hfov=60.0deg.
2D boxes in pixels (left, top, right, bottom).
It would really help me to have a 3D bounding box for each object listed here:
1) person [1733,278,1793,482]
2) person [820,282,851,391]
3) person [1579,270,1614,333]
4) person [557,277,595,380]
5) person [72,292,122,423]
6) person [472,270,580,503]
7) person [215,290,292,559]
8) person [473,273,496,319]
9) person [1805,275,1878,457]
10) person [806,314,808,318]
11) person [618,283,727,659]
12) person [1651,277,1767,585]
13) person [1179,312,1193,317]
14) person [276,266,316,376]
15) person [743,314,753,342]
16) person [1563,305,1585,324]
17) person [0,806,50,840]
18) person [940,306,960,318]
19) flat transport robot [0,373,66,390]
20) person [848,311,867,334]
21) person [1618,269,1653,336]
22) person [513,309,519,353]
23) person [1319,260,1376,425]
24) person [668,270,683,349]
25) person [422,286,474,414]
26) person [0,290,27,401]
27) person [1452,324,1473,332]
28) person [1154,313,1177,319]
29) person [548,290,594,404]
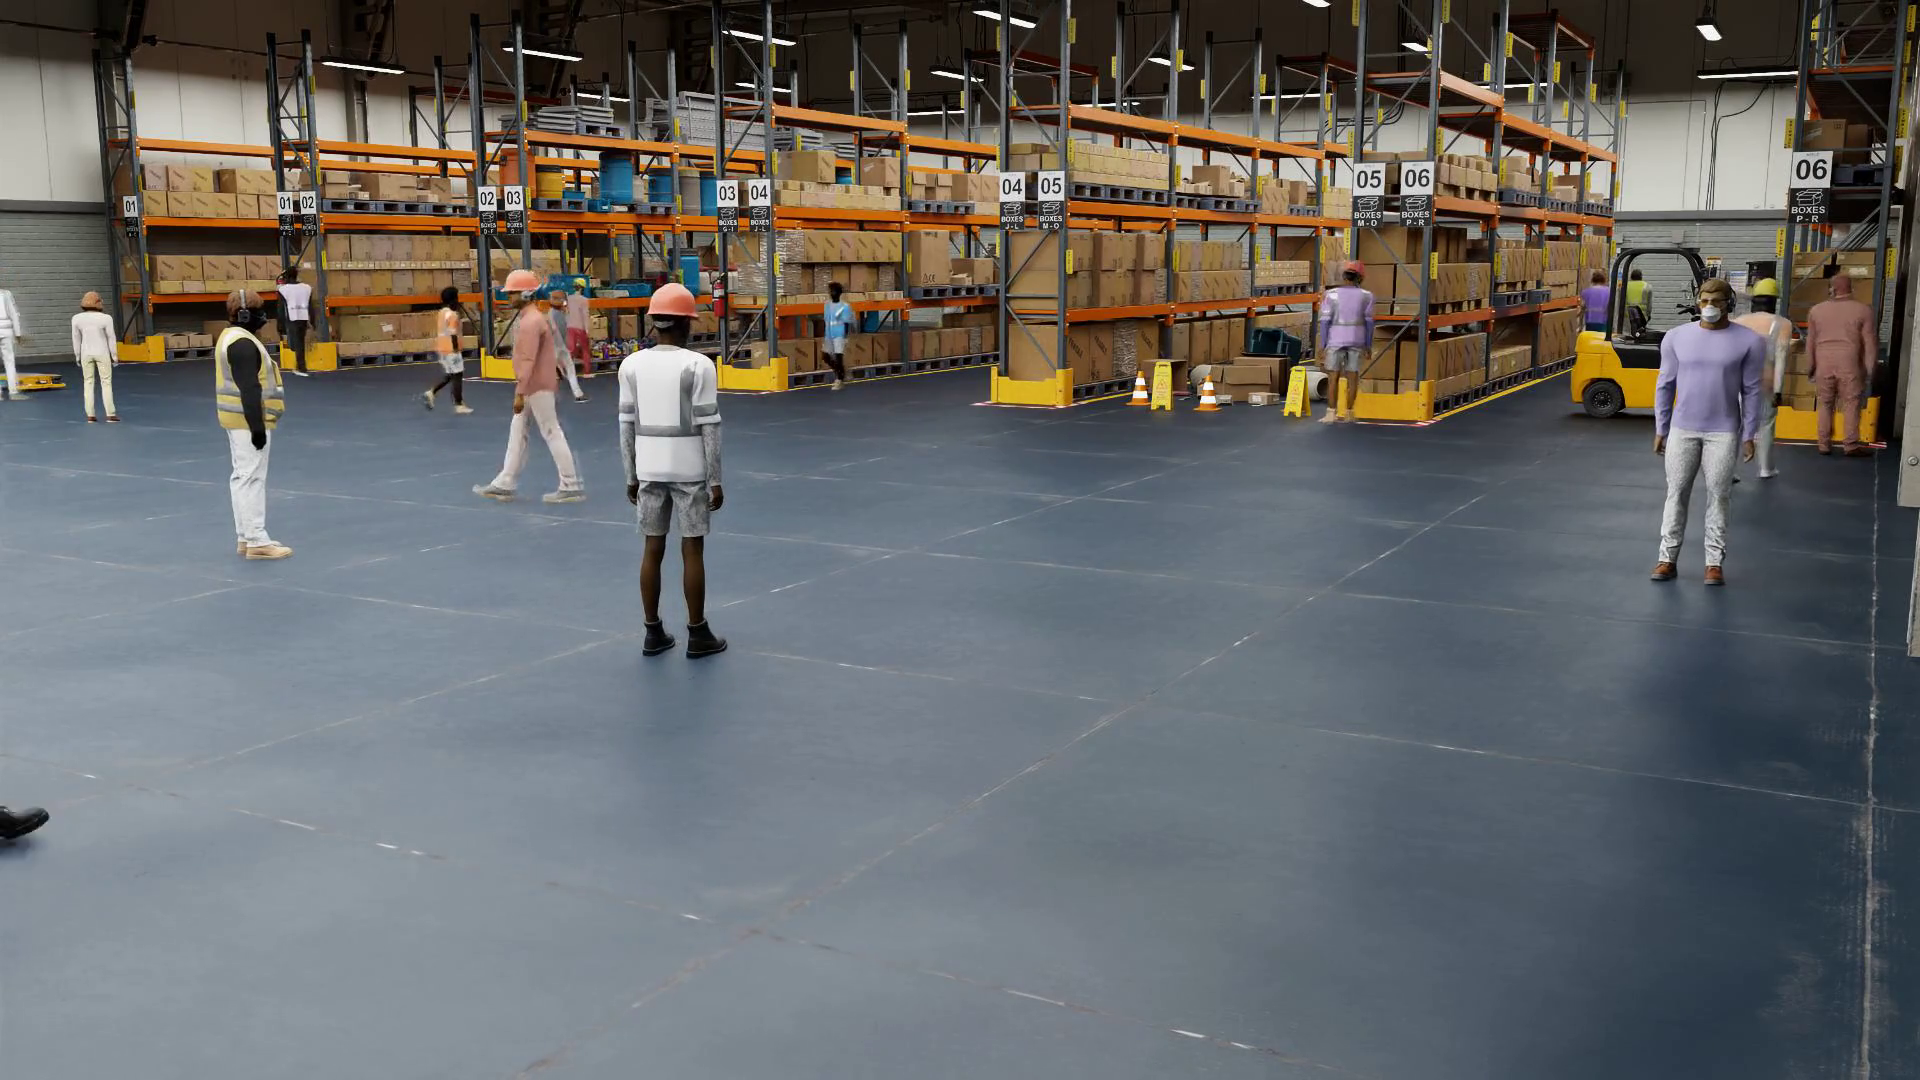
[{"bbox_3d":[7.318,-1.463,15.312,0.999,1.879,0.598,-8,13,-41],"label":"person"},{"bbox_3d":[-1.909,-3.131,25.604,0.547,1.682,0.372,8,12,38],"label":"person"},{"bbox_3d":[10.959,-3.721,28.626,0.589,1.829,0.439,5,11,27],"label":"person"},{"bbox_3d":[-6.486,-3.550,27.974,0.545,1.725,0.801,5,11,28],"label":"person"},{"bbox_3d":[-10.790,-2.280,20.776,0.507,1.632,0.267,-1,10,-7],"label":"person"},{"bbox_3d":[-3.664,-1.265,13.898,0.965,1.945,0.642,-3,10,-16],"label":"person"},{"bbox_3d":[-4.877,-0.793,11.464,0.430,1.845,0.619,-6,11,-30],"label":"person"},{"bbox_3d":[-10.390,-5.014,36.266,0.617,1.805,0.623,3,10,17],"label":"person"},{"bbox_3d":[9.174,-1.805,17.304,0.717,1.882,0.405,9,13,44],"label":"person"},{"bbox_3d":[-3.699,-5.427,38.313,0.544,1.939,0.355,7,12,37],"label":"person"},{"bbox_3d":[-1.475,-0.354,8.623,0.552,1.932,0.377,3,10,16],"label":"person"},{"bbox_3d":[4.719,-0.682,10.532,0.627,1.941,0.374,6,11,31],"label":"person"},{"bbox_3d":[4.414,-4.337,32.260,0.360,1.834,0.599,-1,10,-6],"label":"person"},{"bbox_3d":[-11.611,-3.806,28.945,0.818,1.888,0.629,8,13,40],"label":"person"},{"bbox_3d":[-5.087,-5.757,40.131,0.635,1.970,0.600,4,10,22],"label":"person"},{"bbox_3d":[13.543,-5.219,37.003,0.618,1.969,0.730,-3,10,-17],"label":"person"},{"bbox_3d":[-3.492,0.187,5.542,0.878,1.897,0.555,-7,12,-35],"label":"person"},{"bbox_3d":[-0.234,-4.813,35.348,0.487,1.726,0.722,4,11,23],"label":"person"},{"bbox_3d":[-14.712,-2.482,25.947,1.431,0.197,0.652,5,11,28],"label":"flat transport robot"},{"bbox_3d":[-2.091,-4.543,33.443,0.598,1.830,0.403,7,12,36],"label":"person"},{"bbox_3d":[13.501,-4.500,33.273,0.626,1.802,0.897,4,11,24],"label":"person"},{"bbox_3d":[-7.951,-3.922,30.511,0.515,1.594,0.836,4,10,21],"label":"person"},{"bbox_3d":[4.752,-2.417,20.506,0.692,2.015,0.437,2,10,10],"label":"person"},{"bbox_3d":[-5.133,-3.965,30.098,0.517,1.825,0.821,6,11,31],"label":"person"},{"bbox_3d":[-6.704,-2.470,21.733,0.565,1.680,0.546,-7,12,-36],"label":"person"},{"bbox_3d":[-13.817,-2.916,23.902,0.348,1.853,0.698,7,12,35],"label":"person"},{"bbox_3d":[11.144,-5.163,36.772,0.841,1.942,0.610,4,11,24],"label":"person"},{"bbox_3d":[4.550,-5.223,36.816,0.689,2.000,0.539,4,10,22],"label":"person"},{"bbox_3d":[-5.522,-2.685,23.248,0.800,1.599,0.503,2,10,11],"label":"person"}]
